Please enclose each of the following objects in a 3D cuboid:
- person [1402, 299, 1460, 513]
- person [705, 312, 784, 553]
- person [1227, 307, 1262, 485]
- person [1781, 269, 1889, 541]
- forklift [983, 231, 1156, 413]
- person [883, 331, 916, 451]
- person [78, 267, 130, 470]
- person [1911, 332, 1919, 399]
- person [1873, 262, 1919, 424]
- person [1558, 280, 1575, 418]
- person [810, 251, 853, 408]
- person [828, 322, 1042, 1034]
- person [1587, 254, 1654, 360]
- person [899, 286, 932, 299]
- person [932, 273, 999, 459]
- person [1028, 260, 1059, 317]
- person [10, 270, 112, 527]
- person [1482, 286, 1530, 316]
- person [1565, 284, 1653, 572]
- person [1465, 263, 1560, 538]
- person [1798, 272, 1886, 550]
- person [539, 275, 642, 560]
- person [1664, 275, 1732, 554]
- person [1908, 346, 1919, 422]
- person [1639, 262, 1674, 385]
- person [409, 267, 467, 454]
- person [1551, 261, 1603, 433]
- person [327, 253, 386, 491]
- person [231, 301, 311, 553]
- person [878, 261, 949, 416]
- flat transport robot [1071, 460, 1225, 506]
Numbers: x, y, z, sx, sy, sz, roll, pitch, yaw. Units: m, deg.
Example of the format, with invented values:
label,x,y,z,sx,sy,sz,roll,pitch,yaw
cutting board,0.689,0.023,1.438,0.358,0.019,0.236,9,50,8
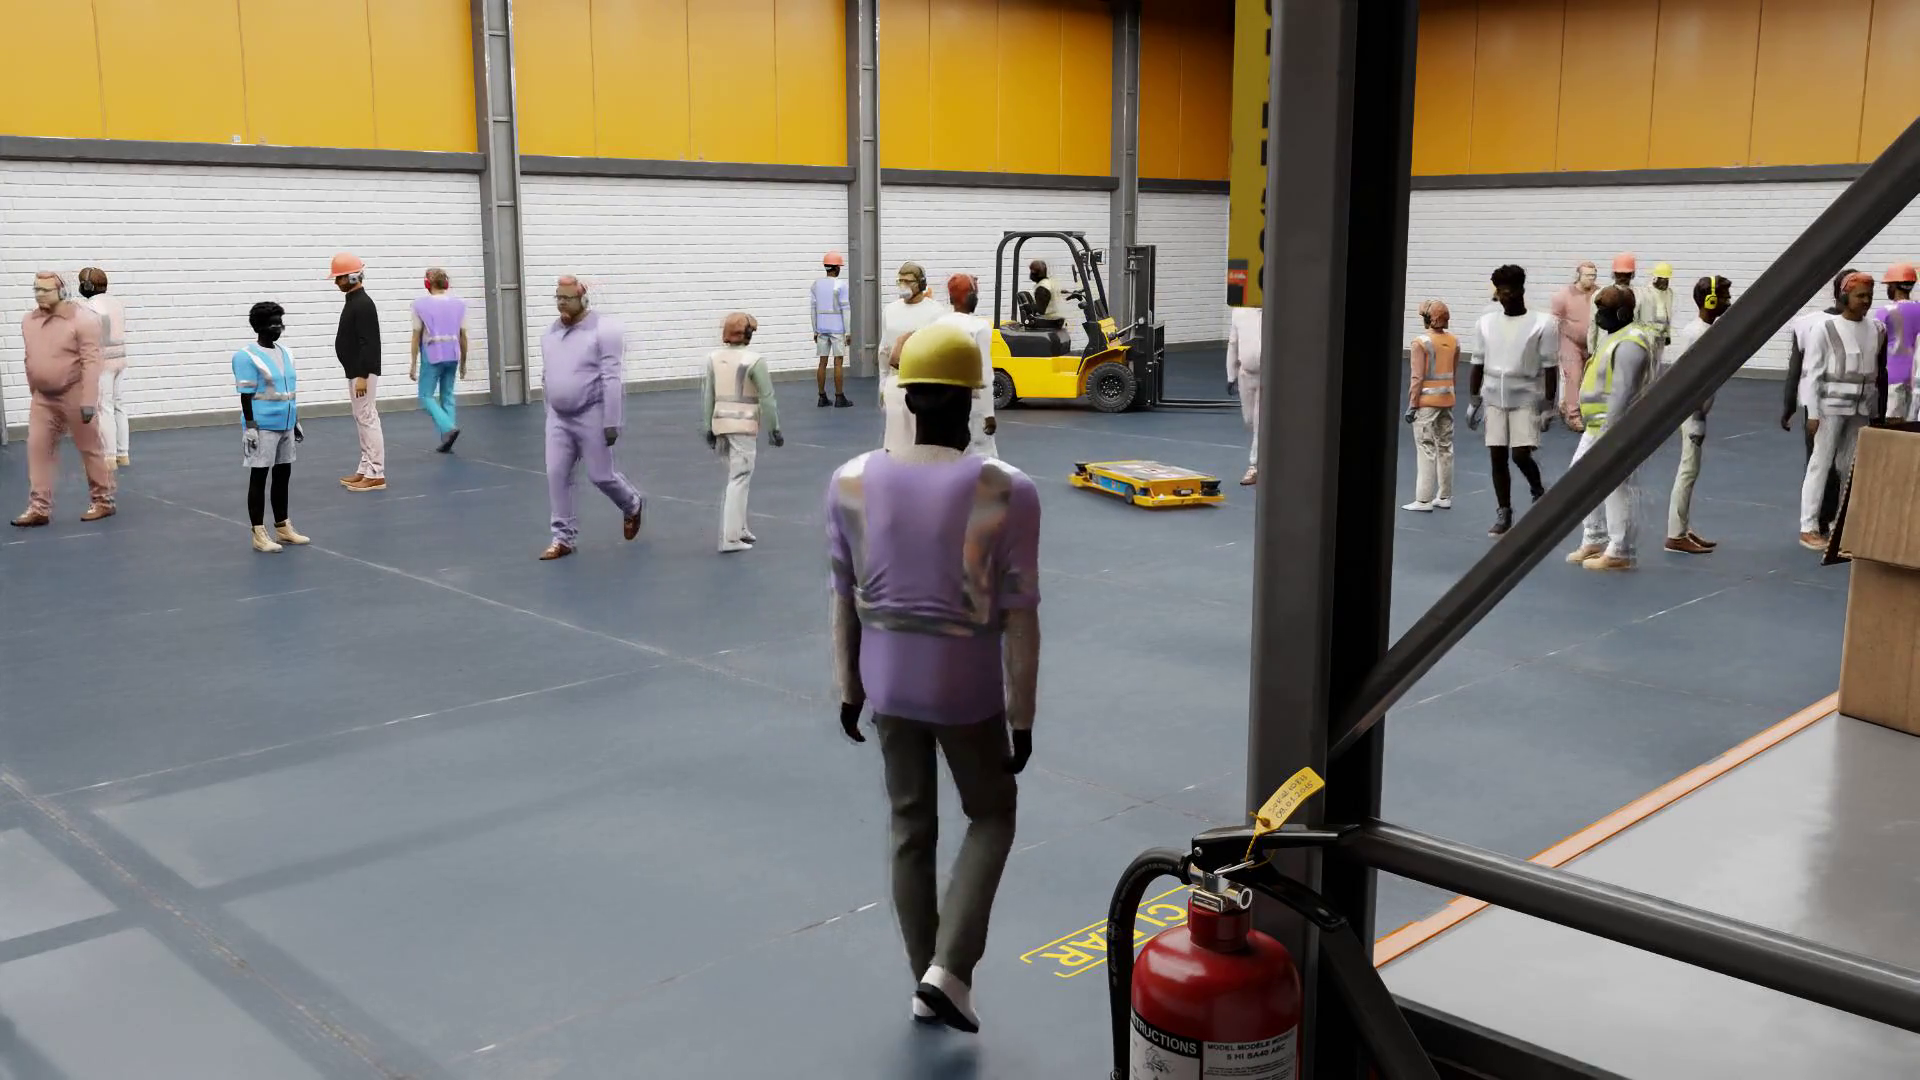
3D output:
label,x,y,z,sx,sy,sz,roll,pitch,yaw
person,3.650,-1.032,12.862,0.515,1.640,0.315,-7,12,-33
person,-1.451,-0.732,11.283,0.508,1.616,0.593,8,13,39
person,2.656,-1.445,14.495,0.651,1.877,0.870,8,13,37
person,6.147,-0.933,11.634,0.637,1.889,0.780,10,14,42
forklift,1.222,-2.721,20.561,2.313,2.155,1.214,2,11,13
person,-0.213,-0.392,9.507,0.830,1.594,0.504,-7,12,-32
person,-7.861,-1.561,15.204,0.429,1.844,0.627,0,10,-2
person,7.521,-1.056,12.658,0.327,1.765,0.528,-8,13,-39
person,7.773,-1.375,14.018,0.570,1.898,0.910,-3,11,-18
person,7.276,-2.262,19.644,0.499,1.609,0.738,5,12,27
person,-1.585,-2.618,20.699,0.549,1.936,0.376,6,12,28
person,-0.073,0.386,4.389,0.597,1.910,0.466,3,11,17
person,6.715,-1.929,16.932,0.636,1.935,1.046,4,11,21
person,-0.653,-3.224,24.683,0.532,1.694,0.320,4,11,19
person,0.021,-0.915,11.585,0.599,1.873,0.424,9,14,42
person,0.981,-2.749,21.790,0.920,1.798,0.648,1,10,6
person,-6.649,-1.026,12.210,0.687,1.869,0.888,2,11,11
person,5.743,-1.919,17.494,0.512,1.716,0.561,4,11,21
person,4.081,-0.695,10.517,0.515,1.822,0.648,2,11,11
person,3.935,-0.988,11.819,0.609,1.937,0.485,9,13,39
person,6.009,-0.871,11.318,0.583,1.883,0.340,-3,11,-14
person,-2.493,-0.832,11.137,0.641,1.884,0.783,4,11,22
person,4.982,-0.841,11.215,0.334,1.866,0.527,4,11,22
person,5.707,-0.571,9.629,0.655,1.908,0.587,-4,11,-20
person,8.937,-2.684,21.487,0.726,1.795,0.488,-5,12,-26
person,-5.040,-1.725,16.125,0.506,1.829,0.601,9,14,42
person,6.809,-2.149,18.369,0.641,1.867,0.955,-1,10,-4
person,-5.056,-1.408,13.969,0.388,1.987,0.608,-5,12,-27
person,-4.670,-0.770,11.281,0.319,1.696,0.532,3,11,16
person,-0.360,-1.142,12.649,0.632,1.940,0.372,7,12,33
flat transport robot,1.513,-0.479,13.587,0.652,0.197,1.431,-4,11,-22
